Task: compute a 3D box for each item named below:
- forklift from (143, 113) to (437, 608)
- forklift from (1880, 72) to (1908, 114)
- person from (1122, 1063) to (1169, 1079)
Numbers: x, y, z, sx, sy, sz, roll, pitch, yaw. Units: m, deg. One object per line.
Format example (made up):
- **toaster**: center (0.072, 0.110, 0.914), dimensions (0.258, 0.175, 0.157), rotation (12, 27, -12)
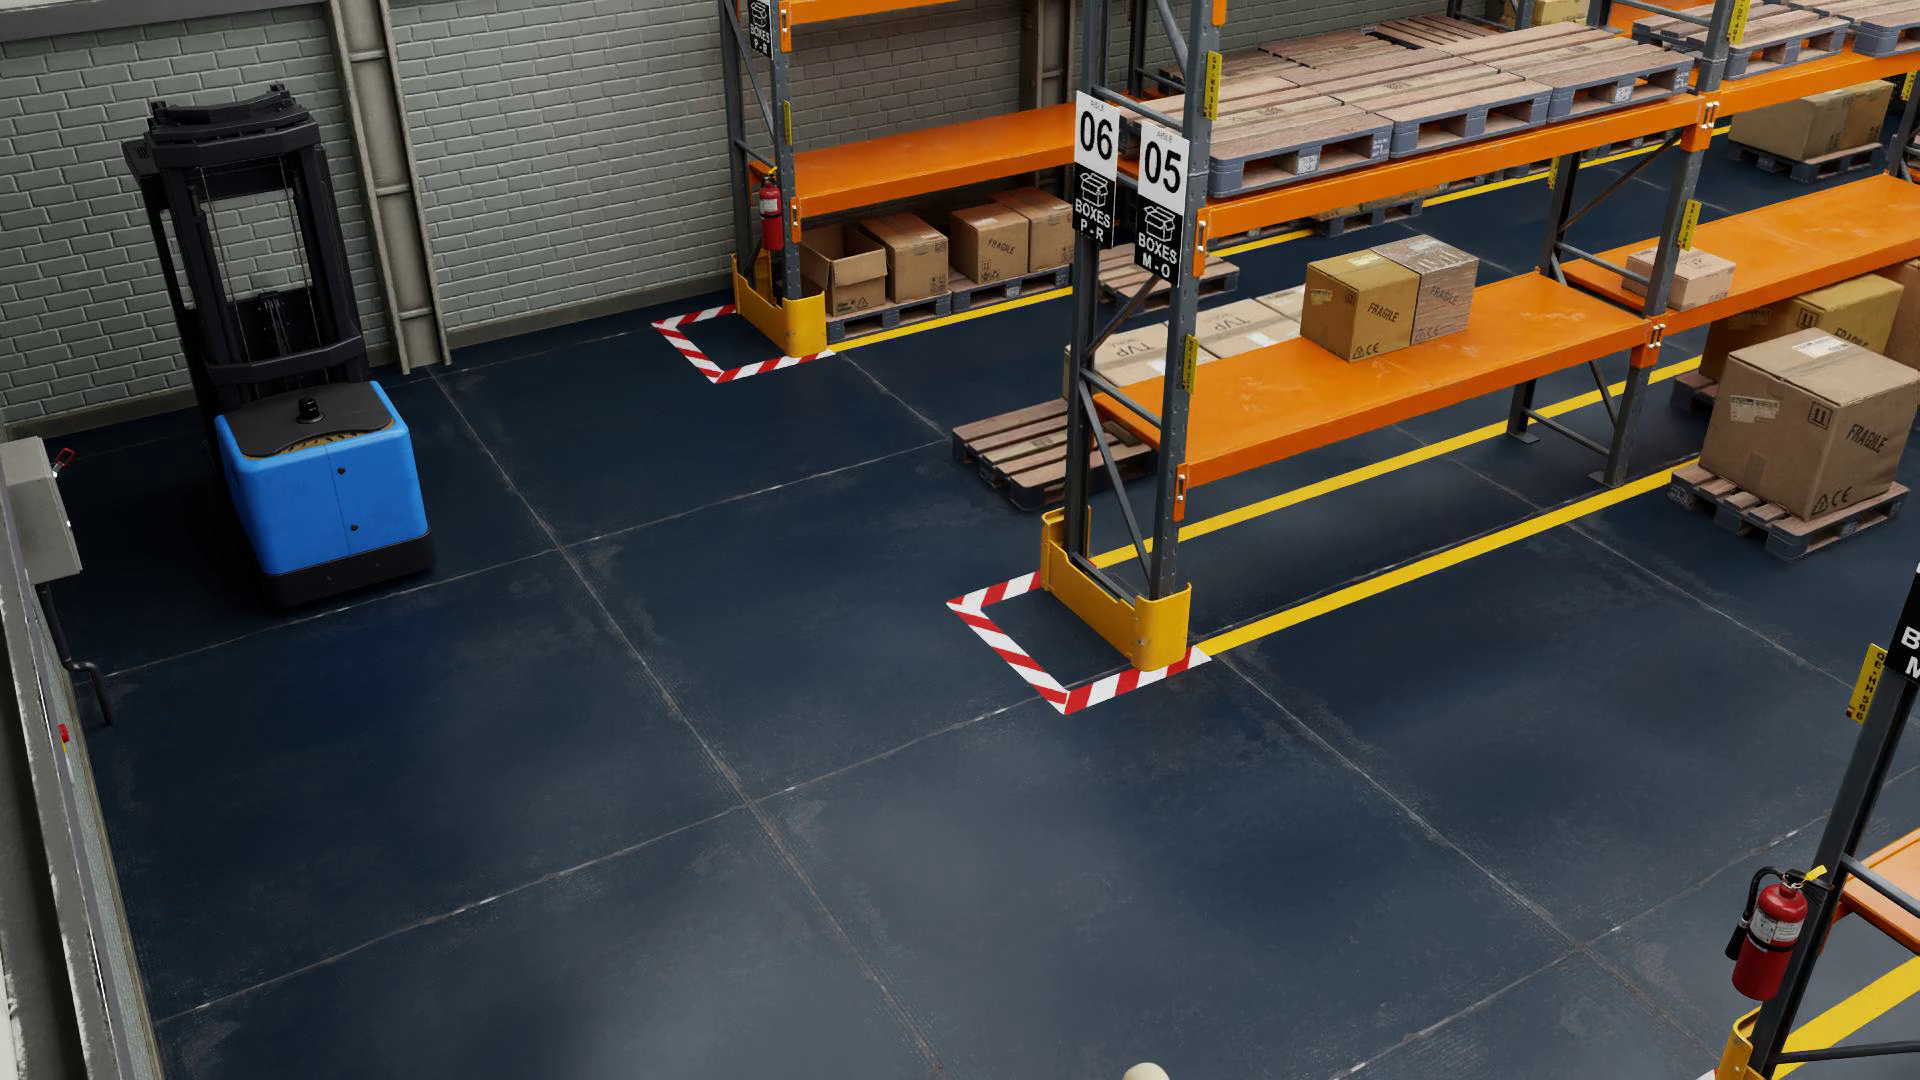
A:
- **forklift**: center (-4.289, -1.259, 10.509), dimensions (1.129, 2.768, 1.873), rotation (-17, 36, -26)
- **forklift**: center (11.468, -5.645, 18.244), dimensions (1.214, 2.155, 2.313), rotation (-17, 36, -26)
- **person**: center (0.569, 2.400, 5.605), dimensions (0.589, 1.799, 0.395), rotation (-20, 37, -29)
